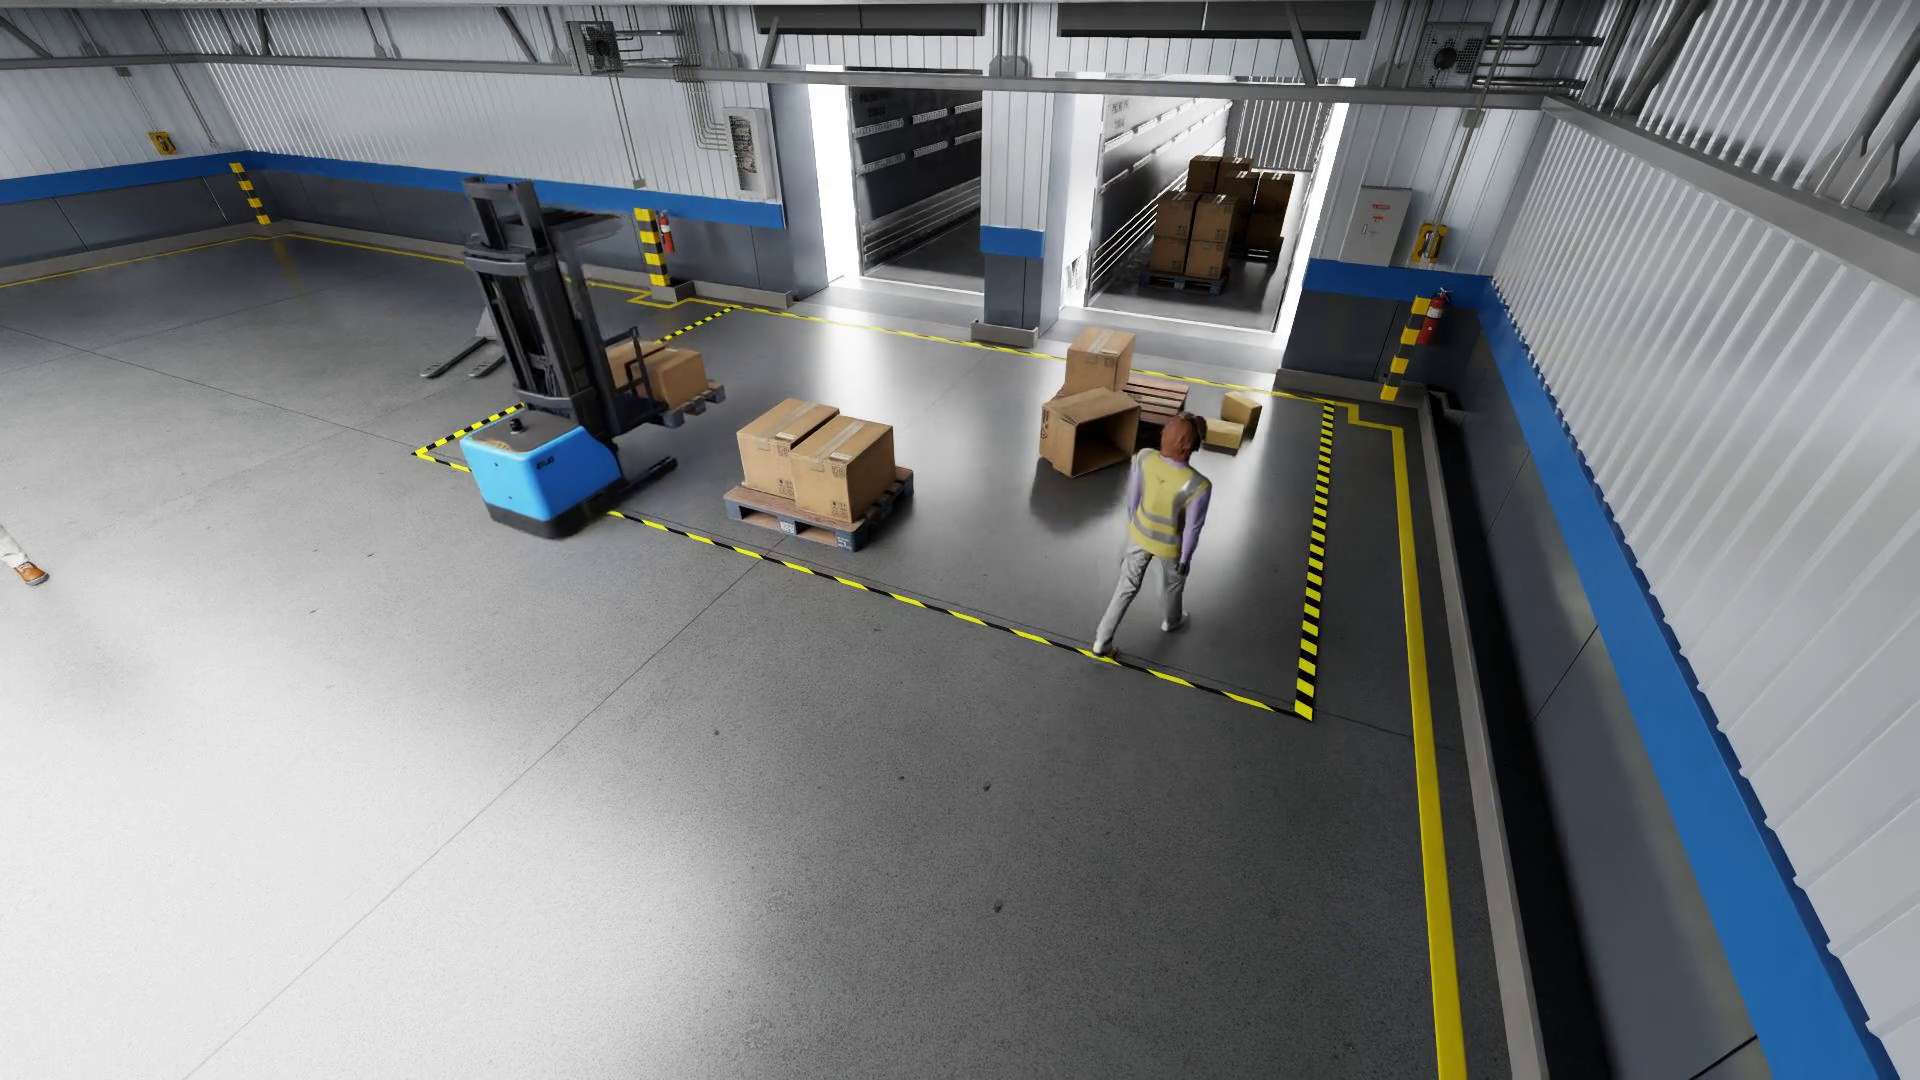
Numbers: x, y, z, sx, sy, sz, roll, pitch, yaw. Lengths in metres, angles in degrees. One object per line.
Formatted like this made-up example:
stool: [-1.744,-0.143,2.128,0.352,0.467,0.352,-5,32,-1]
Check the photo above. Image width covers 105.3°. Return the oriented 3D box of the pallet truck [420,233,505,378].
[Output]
pallet truck: [-5.664,-2.712,8.427,0.680,1.201,1.601,0,35,-1]

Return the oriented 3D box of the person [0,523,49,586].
person: [-6.742,-0.447,4.637,0.402,1.945,0.614,23,41,28]

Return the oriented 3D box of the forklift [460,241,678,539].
forklift: [-3.221,-1.093,5.463,0.716,2.013,0.776,15,38,20]

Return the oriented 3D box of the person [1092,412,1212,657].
person: [1.160,0.001,4.307,0.848,1.597,0.522,-29,45,-34]
